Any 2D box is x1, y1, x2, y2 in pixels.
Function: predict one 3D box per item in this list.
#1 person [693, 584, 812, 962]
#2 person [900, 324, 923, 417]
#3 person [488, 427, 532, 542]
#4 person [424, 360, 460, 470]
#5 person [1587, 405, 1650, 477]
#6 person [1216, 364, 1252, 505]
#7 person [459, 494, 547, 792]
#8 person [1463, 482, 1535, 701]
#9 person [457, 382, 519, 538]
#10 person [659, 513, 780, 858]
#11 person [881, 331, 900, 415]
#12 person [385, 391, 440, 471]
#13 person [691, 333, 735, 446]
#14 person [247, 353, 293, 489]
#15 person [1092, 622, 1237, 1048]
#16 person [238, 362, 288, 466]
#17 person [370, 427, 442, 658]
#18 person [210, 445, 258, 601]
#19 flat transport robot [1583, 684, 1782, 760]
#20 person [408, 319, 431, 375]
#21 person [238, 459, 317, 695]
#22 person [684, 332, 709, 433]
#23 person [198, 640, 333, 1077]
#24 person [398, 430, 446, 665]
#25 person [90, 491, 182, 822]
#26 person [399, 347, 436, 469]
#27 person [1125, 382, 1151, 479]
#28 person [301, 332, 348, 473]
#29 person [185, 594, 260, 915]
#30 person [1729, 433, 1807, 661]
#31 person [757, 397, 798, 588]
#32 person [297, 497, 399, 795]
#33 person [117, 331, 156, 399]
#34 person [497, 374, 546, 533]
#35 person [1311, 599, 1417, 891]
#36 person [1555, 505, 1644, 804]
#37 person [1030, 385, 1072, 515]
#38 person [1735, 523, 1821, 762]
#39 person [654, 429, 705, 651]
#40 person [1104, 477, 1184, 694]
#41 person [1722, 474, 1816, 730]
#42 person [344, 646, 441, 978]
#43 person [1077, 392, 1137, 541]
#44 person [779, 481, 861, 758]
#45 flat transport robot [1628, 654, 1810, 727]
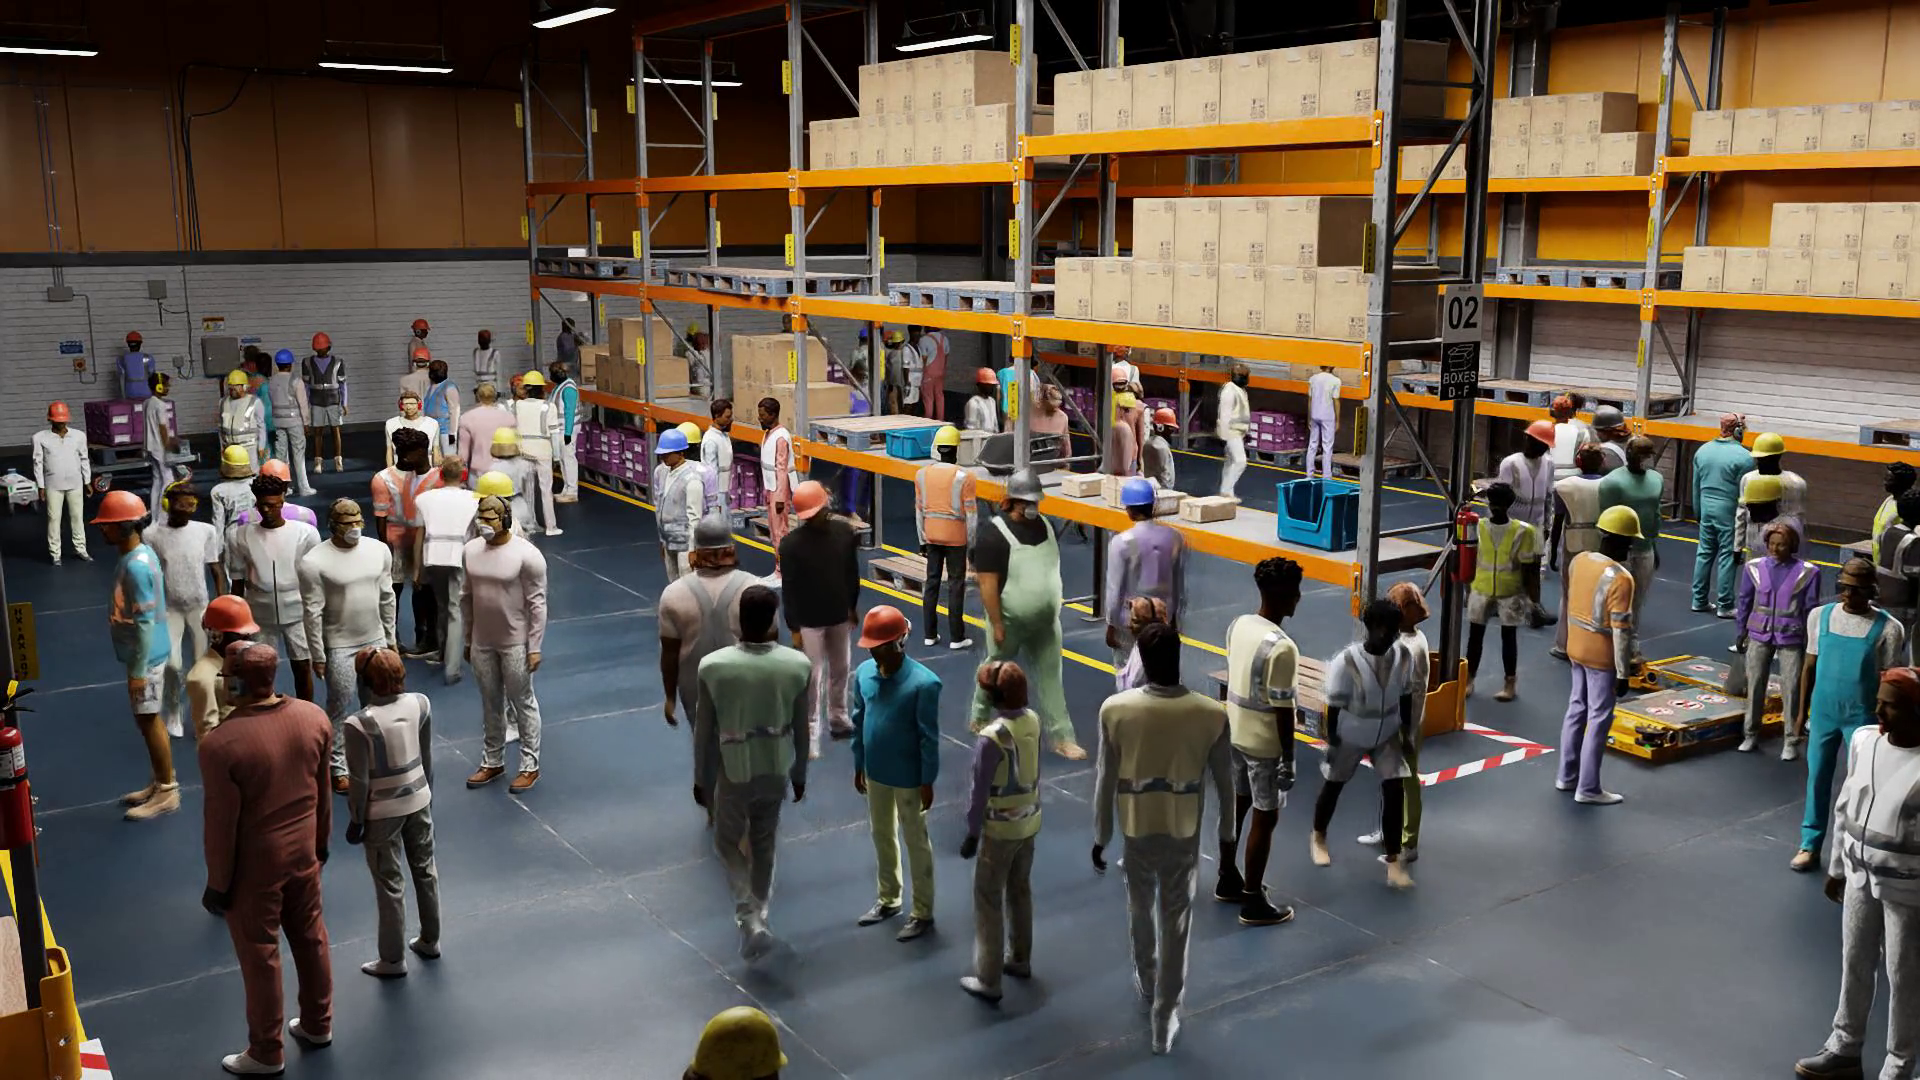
[{"bbox_3d":[-1.010,1.168,8.299,0.609,1.887,0.614,-5,12,-25],"label":"person"},{"bbox_3d":[-0.783,-2.573,27.215,0.371,1.963,0.608,4,12,18],"label":"person"},{"bbox_3d":[-4.246,-0.200,15.698,0.467,1.727,0.491,9,14,39],"label":"person"},{"bbox_3d":[-6.741,-1.425,21.655,0.430,1.845,0.619,-10,15,-41],"label":"person"},{"bbox_3d":[5.845,-0.234,15.051,0.696,2.000,0.536,-5,12,-24],"label":"person"},{"bbox_3d":[3.529,-1.351,21.334,0.471,1.823,0.663,4,12,19],"label":"person"},{"bbox_3d":[-2.950,0.662,10.729,0.629,1.940,0.373,4,12,20],"label":"person"},{"bbox_3d":[4.120,0.386,12.761,0.561,1.692,0.324,5,12,24],"label":"person"},{"bbox_3d":[-5.101,-0.741,17.975,0.704,1.912,0.619,-6,12,-27],"label":"person"},{"bbox_3d":[-1.402,0.799,9.762,0.681,2.000,1.054,0,11,-3],"label":"person"},{"bbox_3d":[-1.178,-2.702,28.466,0.354,1.736,0.574,0,11,-1],"label":"person"},{"bbox_3d":[-5.861,-0.688,17.873,0.567,1.847,0.389,-3,12,-16],"label":"person"},{"bbox_3d":[-4.042,-2.393,26.602,0.879,1.855,0.577,3,11,14],"label":"person"},{"bbox_3d":[-9.166,-1.538,22.100,0.715,1.885,0.629,-7,13,-33],"label":"person"},{"bbox_3d":[0.944,1.291,7.655,0.632,1.872,0.924,2,11,9],"label":"person"},{"bbox_3d":[-10.357,-1.822,24.388,0.949,1.568,0.530,3,11,16],"label":"person"},{"bbox_3d":[-4.651,0.011,14.025,0.385,1.957,0.603,7,13,33],"label":"person"},{"bbox_3d":[-6.195,0.045,14.381,0.493,1.745,0.290,-8,14,-36],"label":"person"},{"bbox_3d":[5.126,1.277,11.857,1.431,0.197,0.652,-6,13,-30],"label":"flat transport robot"},{"bbox_3d":[-9.019,-2.706,27.853,0.406,1.986,0.612,0,11,0],"label":"person"},{"bbox_3d":[-5.029,0.359,12.330,0.548,1.923,0.390,-7,13,-31],"label":"person"},{"bbox_3d":[-4.261,-2.547,27.536,0.583,1.797,0.979,-3,11,-14],"label":"person"},{"bbox_3d":[-3.013,1.365,7.213,0.409,1.906,0.651,5,12,26],"label":"person"},{"bbox_3d":[-4.412,0.058,13.766,0.609,1.958,0.400,11,15,43],"label":"person"},{"bbox_3d":[-5.058,0.717,10.238,0.369,2.042,0.661,-5,12,-26],"label":"person"},{"bbox_3d":[-7.034,-1.533,21.846,0.620,1.986,0.408,-4,12,-18],"label":"person"},{"bbox_3d":[2.200,-1.173,20.919,0.314,1.631,0.519,-8,14,-35],"label":"person"},{"bbox_3d":[-9.153,-1.976,23.987,0.605,2.034,0.389,-4,12,-18],"label":"person"},{"bbox_3d":[-3.830,1.134,8.820,0.353,1.739,0.577,0,11,2],"label":"person"},{"bbox_3d":[6.745,0.052,13.926,0.410,1.914,0.590,-6,13,-29],"label":"person"},{"bbox_3d":[-1.830,-0.477,16.650,0.410,1.908,0.598,-4,12,-18],"label":"person"},{"bbox_3d":[-3.914,0.672,10.713,0.367,1.932,0.623,9,14,38],"label":"person"},{"bbox_3d":[-12.666,-2.253,25.672,0.542,1.929,0.368,-4,12,-18],"label":"person"},{"bbox_3d":[-5.101,-0.988,19.327,0.352,1.880,0.577,8,13,35],"label":"person"},{"bbox_3d":[2.277,1.112,9.212,0.545,1.623,0.892,-3,11,-15],"label":"person"},{"bbox_3d":[4.040,0.722,10.485,0.399,1.913,0.595,-2,11,-12],"label":"person"},{"bbox_3d":[0.885,-0.787,18.321,0.663,1.868,0.592,-7,13,-34],"label":"person"},{"bbox_3d":[5.593,0.685,11.408,0.524,1.631,0.315,9,14,39],"label":"person"},{"bbox_3d":[-2.358,0.022,14.008,0.414,1.940,0.606,-8,13,-35],"label":"person"},{"bbox_3d":[1.281,0.522,11.516,0.630,1.923,0.592,-6,12,-27],"label":"person"},{"bbox_3d":[5.875,0.456,11.970,0.932,1.868,0.635,9,14,39],"label":"person"},{"bbox_3d":[-2.770,1.318,8.130,0.311,1.642,0.512,6,13,29],"label":"person"},{"bbox_3d":[1.743,-0.811,18.789,0.763,1.737,0.533,-3,12,-16],"label":"person"},{"bbox_3d":[-0.894,0.522,11.440,0.788,1.942,0.462,-9,14,-40],"label":"person"},{"bbox_3d":[5.832,1.117,12.679,0.652,0.197,1.431,-6,13,-30],"label":"flat transport robot"}]
